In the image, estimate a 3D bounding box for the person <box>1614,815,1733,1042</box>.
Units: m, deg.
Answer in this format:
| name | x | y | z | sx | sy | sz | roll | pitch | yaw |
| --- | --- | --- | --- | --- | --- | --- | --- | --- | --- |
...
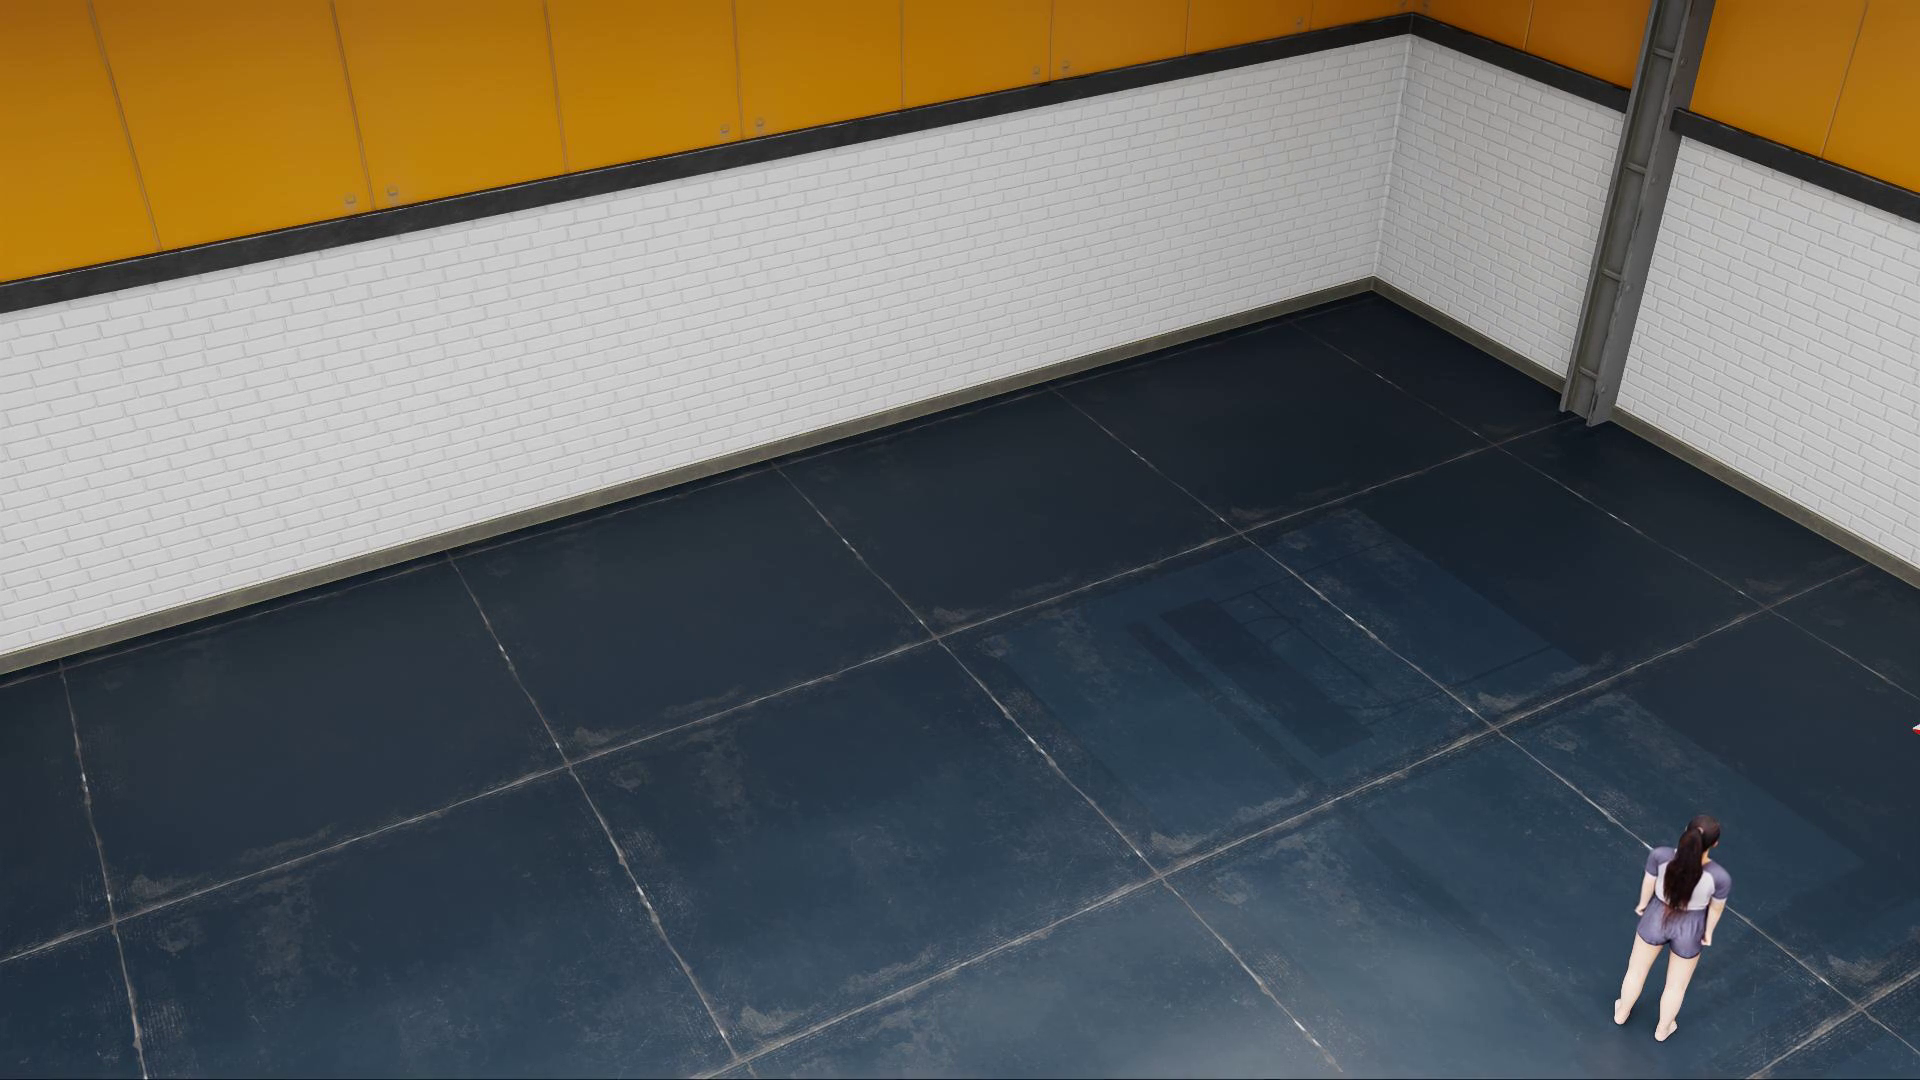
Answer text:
| name | x | y | z | sx | sy | sz | roll | pitch | yaw |
| --- | --- | --- | --- | --- | --- | --- | --- | --- | --- |
| person | 4.049 | 2.194 | 9.435 | 0.613 | 1.651 | 0.731 | 20 | 38 | 27 |
